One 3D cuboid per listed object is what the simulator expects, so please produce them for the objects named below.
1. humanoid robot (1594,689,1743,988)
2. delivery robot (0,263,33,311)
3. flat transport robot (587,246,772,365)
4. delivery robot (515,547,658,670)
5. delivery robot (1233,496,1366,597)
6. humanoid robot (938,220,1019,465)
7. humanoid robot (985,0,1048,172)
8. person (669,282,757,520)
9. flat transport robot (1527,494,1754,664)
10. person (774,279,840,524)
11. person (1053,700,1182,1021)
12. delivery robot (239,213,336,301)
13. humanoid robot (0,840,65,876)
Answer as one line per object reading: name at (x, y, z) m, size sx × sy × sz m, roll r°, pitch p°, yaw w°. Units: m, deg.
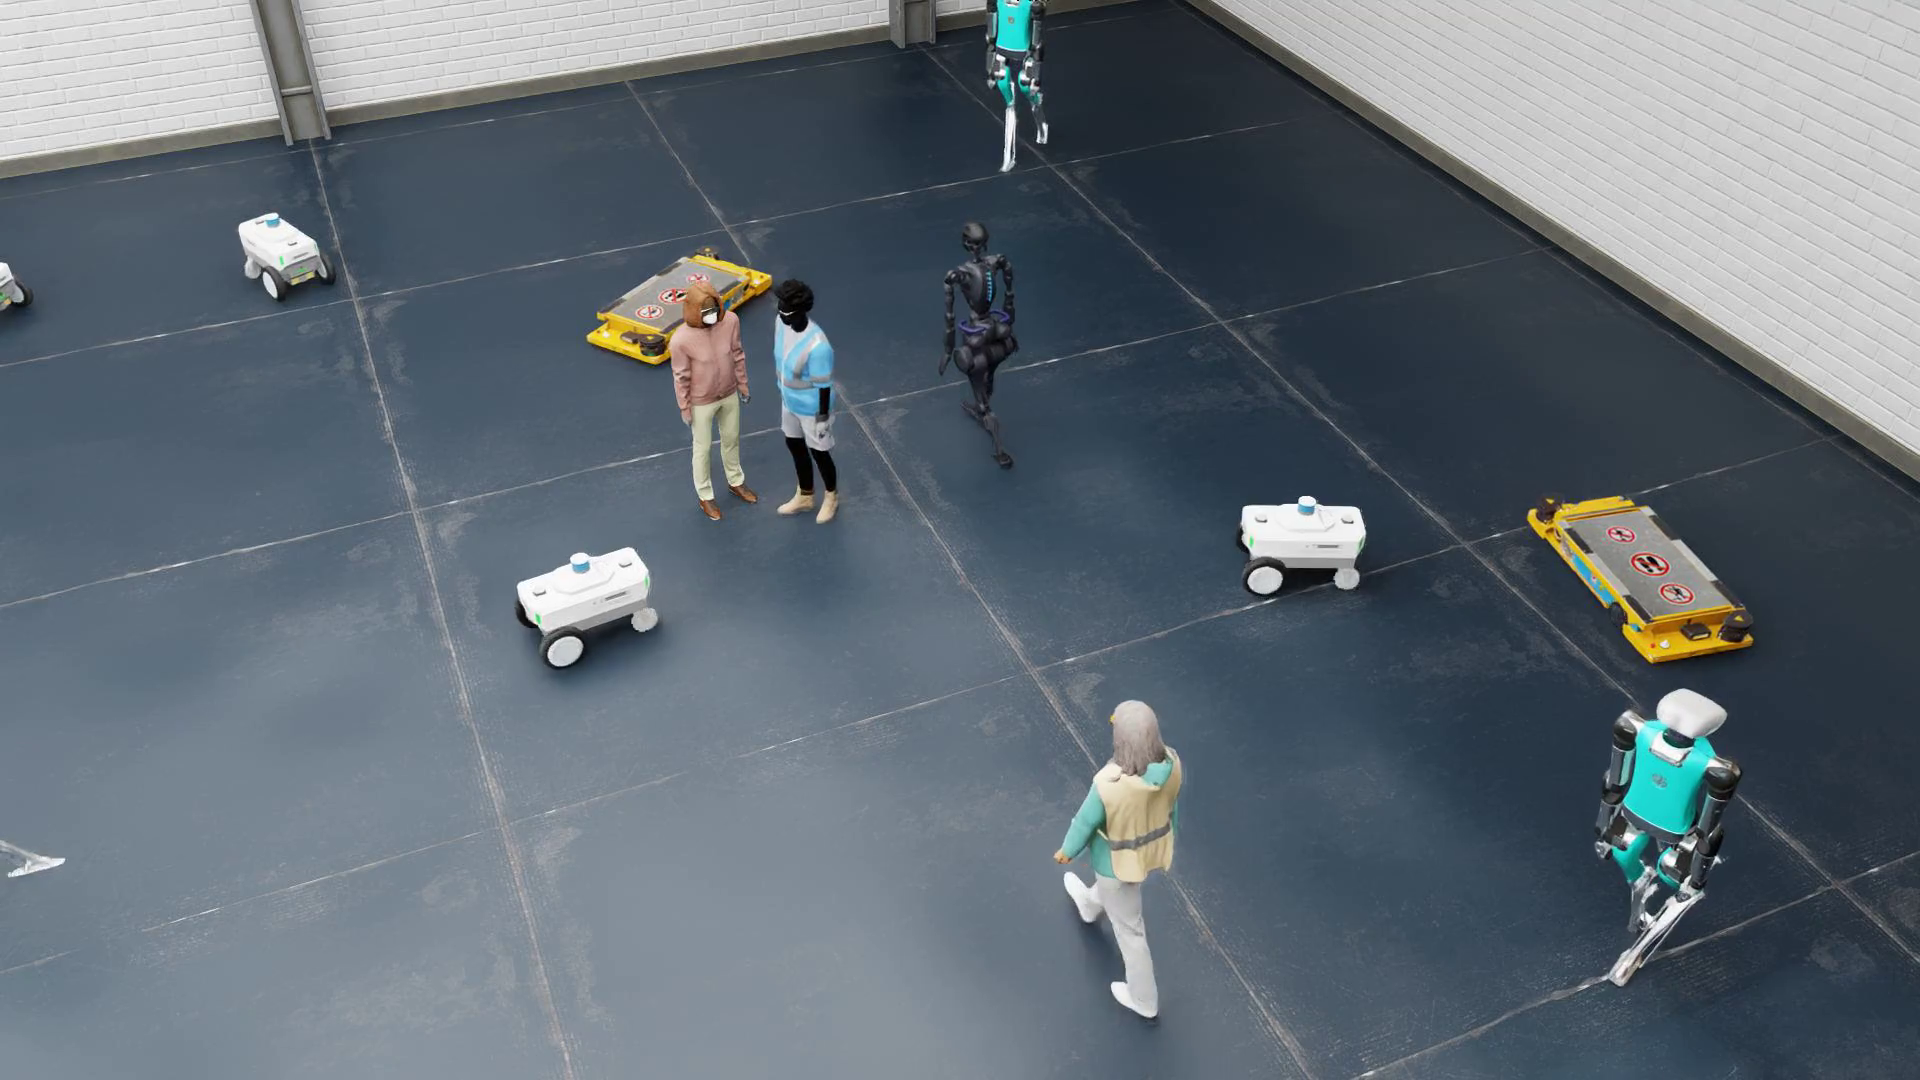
humanoid robot at (3.155, 1.329, 7.435) m, size 0.740 × 1.913 × 0.551 m, roll -30°, pitch 47°, yaw -33°
delivery robot at (-7.482, -1.910, 12.522) m, size 0.761 × 0.590 × 0.518 m, roll 9°, pitch 38°, yaw 12°
flat transport robot at (-2.110, -1.790, 12.604) m, size 0.659 × 0.231 × 1.431 m, roll 20°, pitch 42°, yaw 24°
delivery robot at (-2.172, 0.352, 9.595) m, size 0.816 × 0.613 × 0.499 m, roll -20°, pitch 42°, yaw -24°
delivery robot at (2.061, -0.002, 10.030) m, size 0.757 × 0.580 × 0.499 m, roll 1°, pitch 38°, yaw 1°
humanoid robot at (0.141, -1.313, 10.873) m, size 0.609 × 1.636 × 0.699 m, roll -24°, pitch 44°, yaw -28°
humanoid robot at (0.581, -4.142, 14.497) m, size 0.556 × 1.800 × 0.900 m, roll 14°, pitch 40°, yaw 18°
person at (-1.524, -0.873, 10.296) m, size 0.491 × 1.625 × 0.284 m, roll -28°, pitch 45°, yaw -31°
flat transport robot at (4.084, 0.183, 10.036) m, size 0.659 × 0.231 × 1.431 m, roll -8°, pitch 38°, yaw -11°
person at (-0.958, -0.843, 10.205) m, size 0.373 × 1.687 × 0.541 m, roll -24°, pitch 44°, yaw -28°
person at (0.673, 1.342, 7.372) m, size 0.490 × 1.667 × 0.883 m, roll -23°, pitch 43°, yaw -27°
delivery robot at (-5.276, -2.233, 12.959) m, size 0.783 × 0.611 × 0.508 m, roll 31°, pitch 47°, yaw 34°
humanoid robot at (-4.857, 1.061, 7.697) m, size 0.785 × 1.777 × 0.541 m, roll -10°, pitch 39°, yaw -13°
